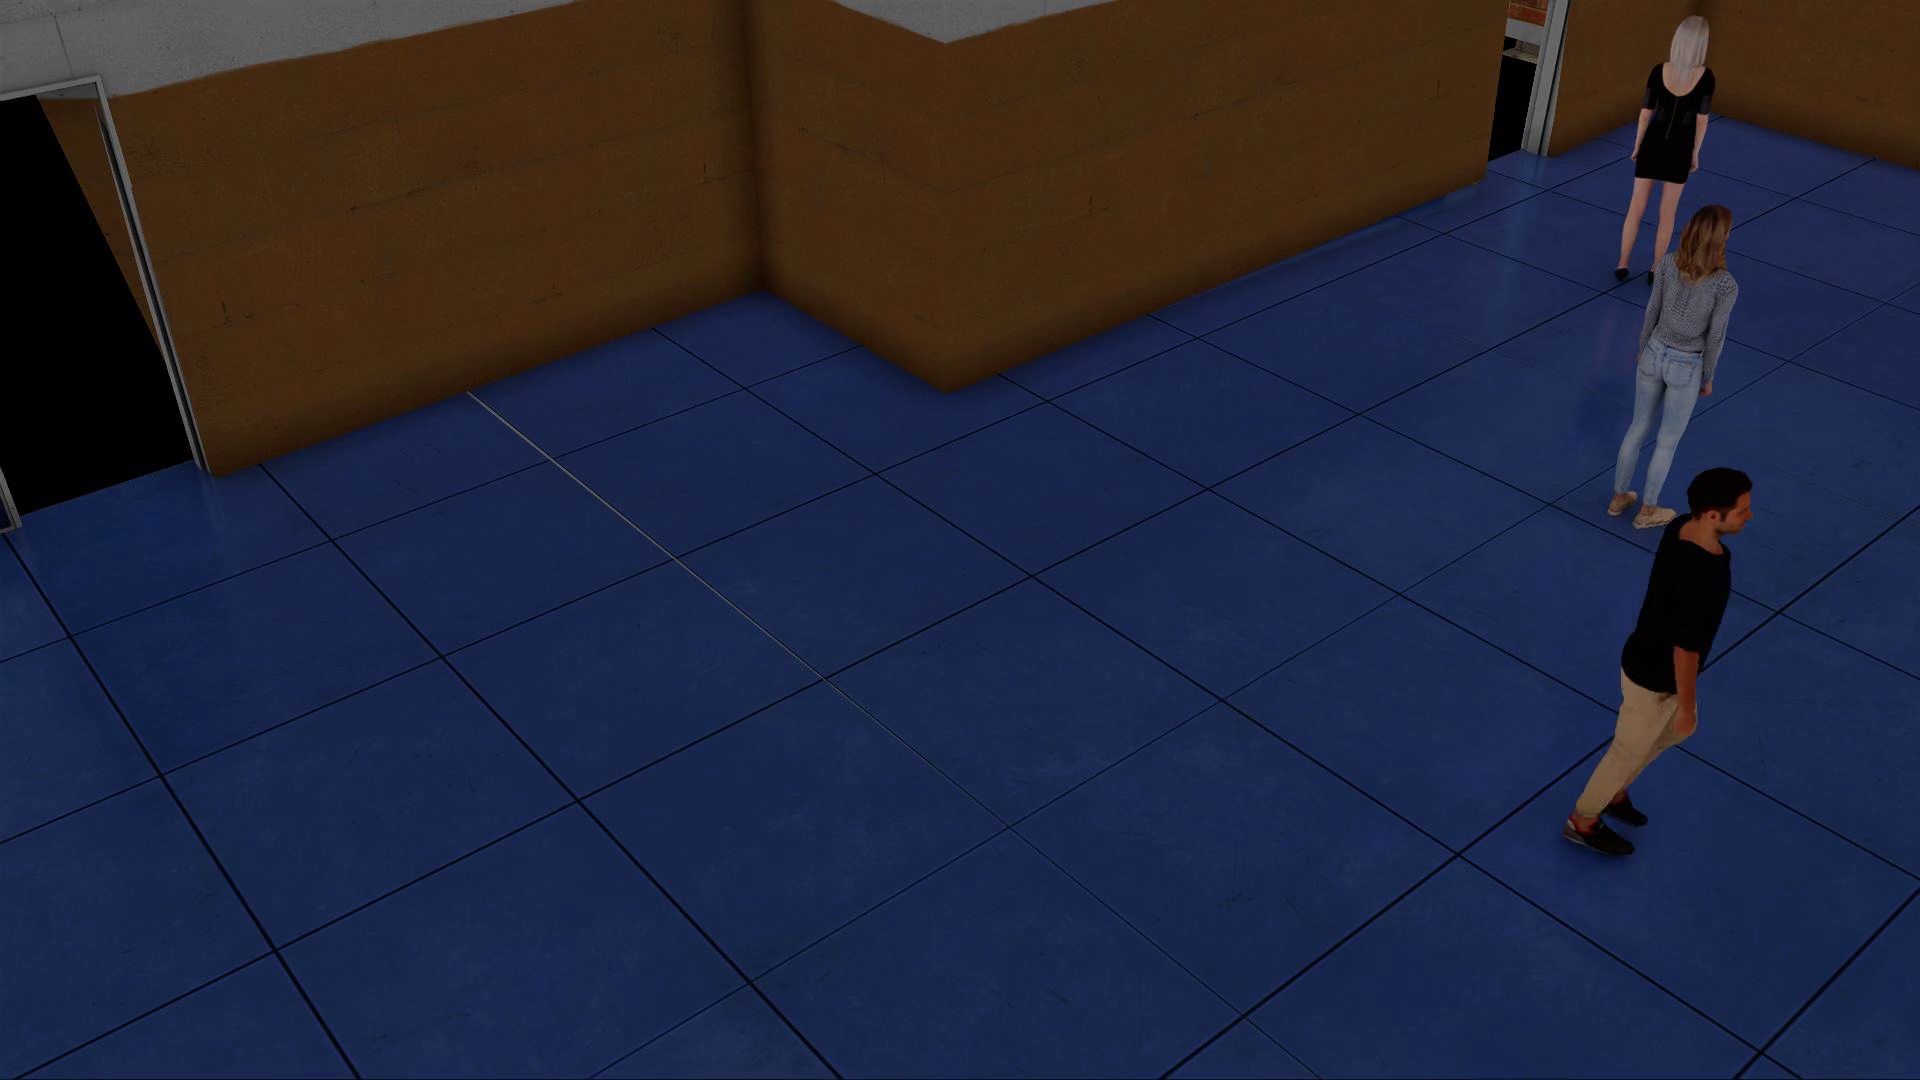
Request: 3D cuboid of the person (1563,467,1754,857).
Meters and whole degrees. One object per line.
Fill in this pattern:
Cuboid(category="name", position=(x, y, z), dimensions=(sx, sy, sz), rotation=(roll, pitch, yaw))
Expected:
Cuboid(category="person", position=(2.645, 0.488, 6.518), dimensions=(0.809, 1.838, 0.787), rotation=(11, 35, 16))

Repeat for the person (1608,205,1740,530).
Cuboid(category="person", position=(3.708, -0.895, 8.659), dimensions=(0.656, 1.795, 0.449), rotation=(-22, 40, -30))

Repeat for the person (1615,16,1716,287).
Cuboid(category="person", position=(4.749, -2.605, 11.197), dimensions=(0.568, 1.830, 0.708), rotation=(16, 37, 23))
